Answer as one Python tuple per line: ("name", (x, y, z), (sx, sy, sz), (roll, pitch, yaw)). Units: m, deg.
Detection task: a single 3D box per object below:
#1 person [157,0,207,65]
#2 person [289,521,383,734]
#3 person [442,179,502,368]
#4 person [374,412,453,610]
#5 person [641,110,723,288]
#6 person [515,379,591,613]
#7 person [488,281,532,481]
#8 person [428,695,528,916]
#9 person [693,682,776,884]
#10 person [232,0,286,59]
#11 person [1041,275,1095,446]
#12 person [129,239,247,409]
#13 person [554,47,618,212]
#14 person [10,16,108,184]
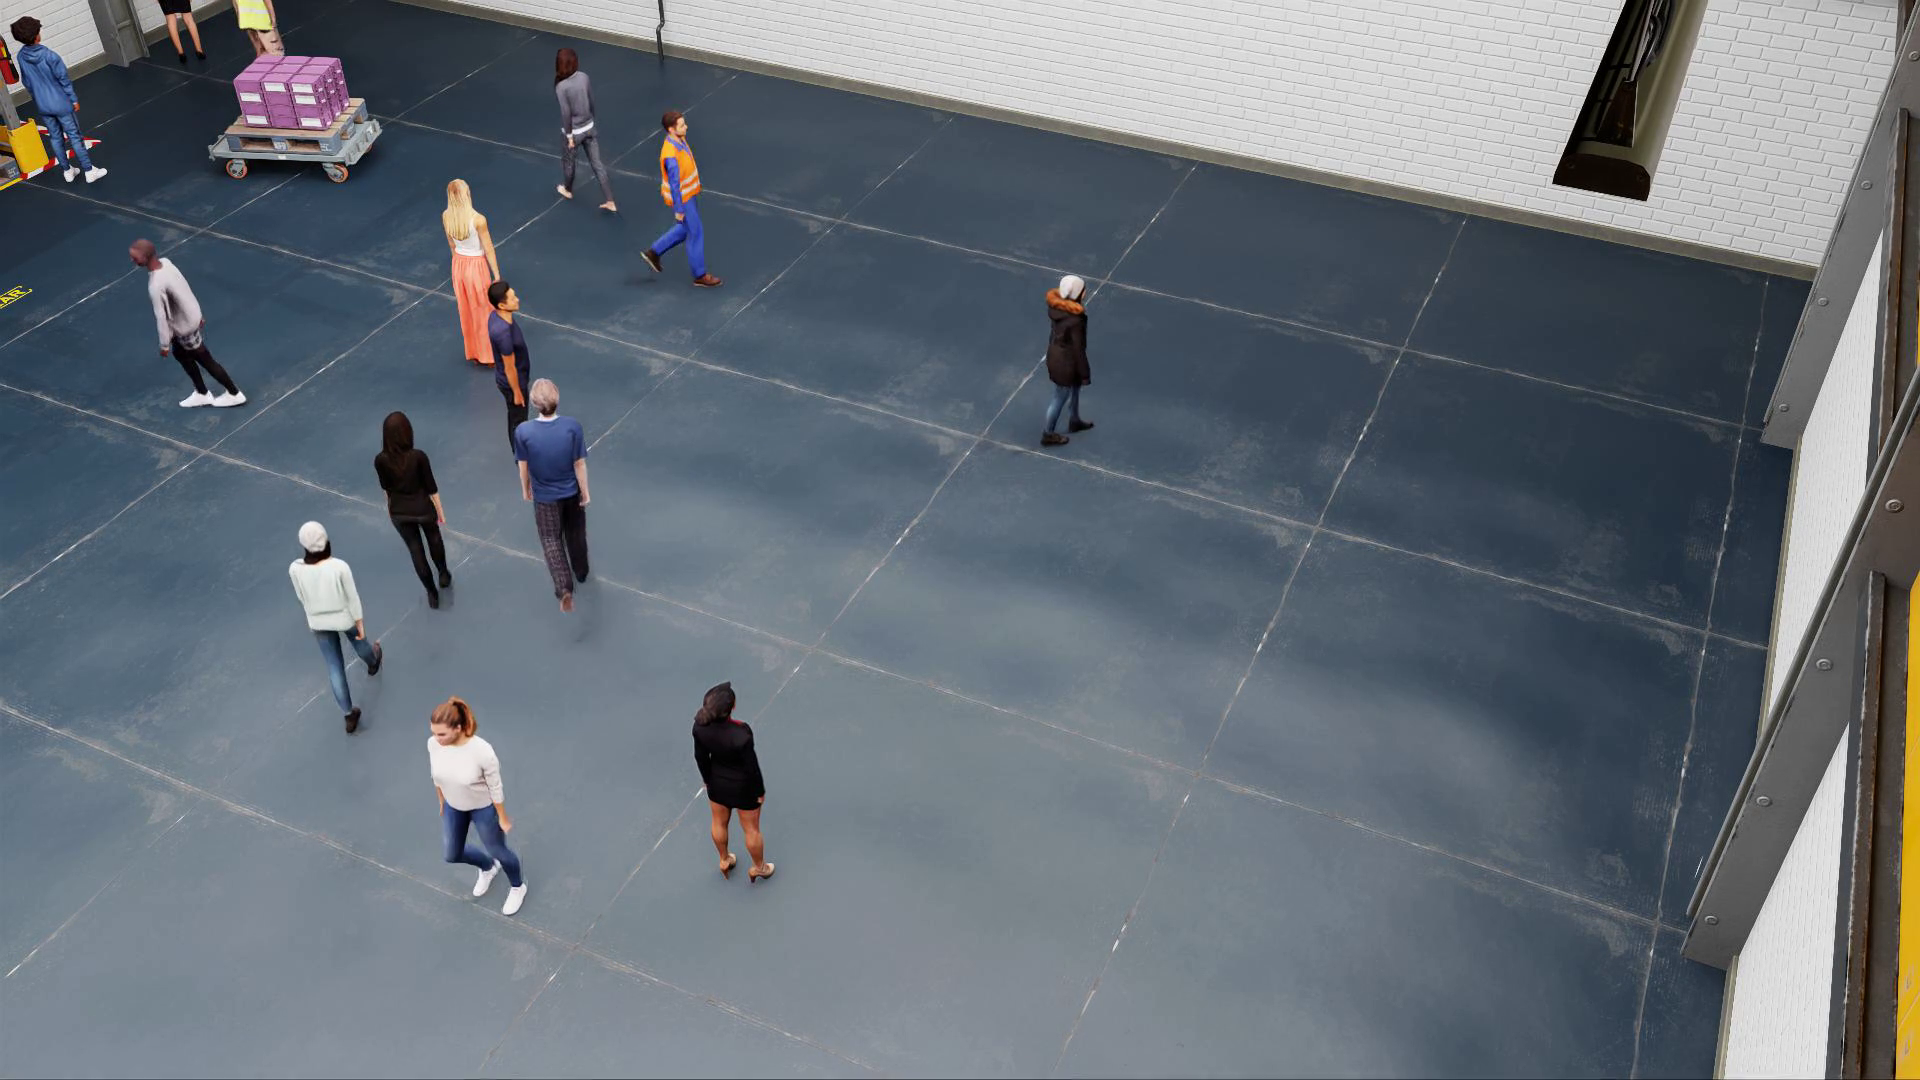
("person", (-9.661, -6.683, 20.385), (0.612, 1.675, 0.661), (-11, 40, -14))
("person", (-4.265, 0.609, 11.309), (0.950, 1.606, 1.122), (-6, 39, -7))
("person", (-4.370, -2.384, 14.902), (0.622, 1.800, 0.589), (14, 41, 17))
("person", (-4.031, -0.160, 12.259), (0.737, 1.623, 0.803), (-9, 40, -12))
("person", (-2.746, -3.268, 15.971), (1.041, 1.846, 1.080), (-1, 39, -2))
("person", (-2.951, -0.299, 12.255), (1.040, 1.845, 1.111), (-12, 40, -15))
("person", (-3.650, -1.313, 13.567), (0.766, 1.793, 0.689), (-10, 40, -12))
("person", (-2.905, 1.560, 10.029), (0.642, 1.718, 0.618), (10, 40, 13))
("person", (-1.383, 1.501, 10.165), (0.582, 1.640, 0.642), (12, 40, 15))
("person", (-8.277, -6.096, 19.527), (0.788, 1.829, 0.972), (9, 40, 12))
("person", (0.817, -1.478, 13.915), (0.917, 1.616, 0.860), (-11, 40, -13))
("person", (-6.575, -1.852, 14.289), (0.936, 1.733, 0.884), (-4, 39, -5))
("person", (-3.881, -4.208, 17.251), (0.923, 1.719, 1.158), (29, 47, 31))
("person", (-9.700, -4.705, 17.800), (0.737, 1.811, 0.684), (5, 39, 6))
